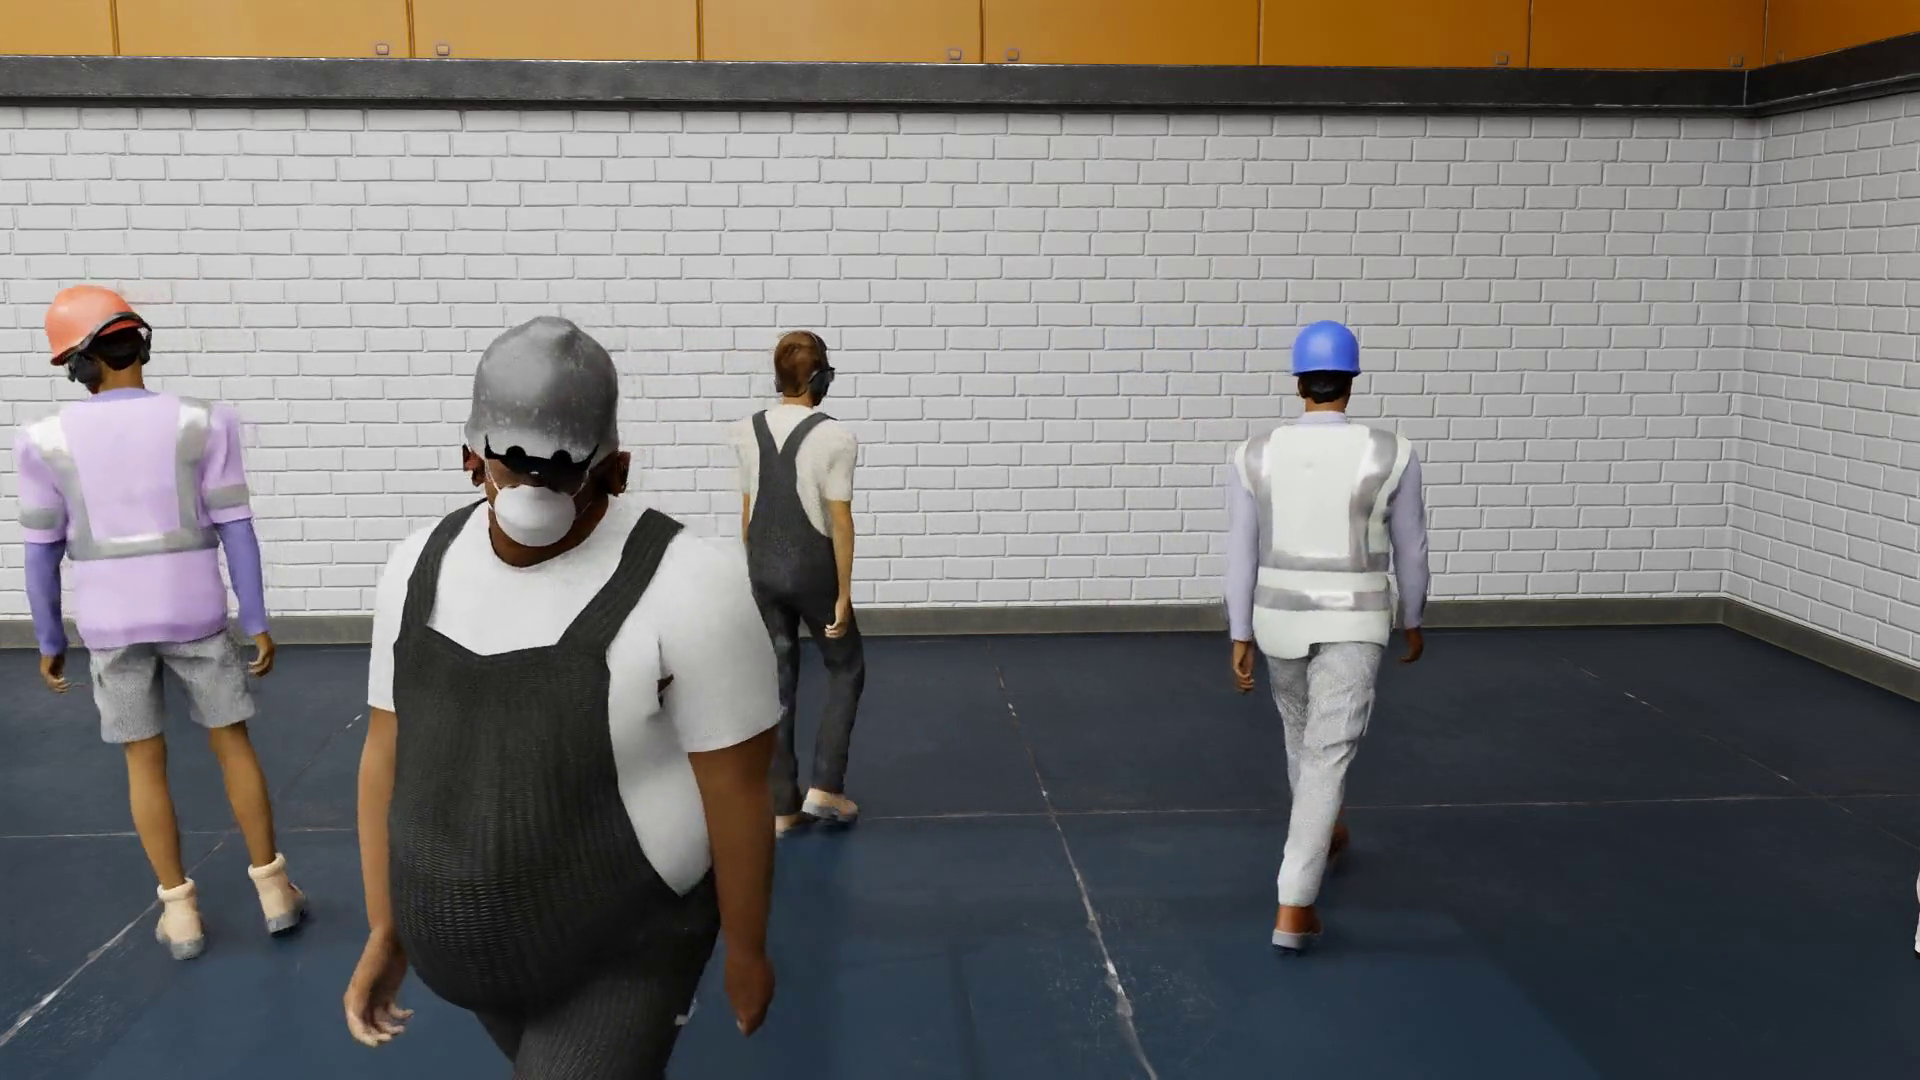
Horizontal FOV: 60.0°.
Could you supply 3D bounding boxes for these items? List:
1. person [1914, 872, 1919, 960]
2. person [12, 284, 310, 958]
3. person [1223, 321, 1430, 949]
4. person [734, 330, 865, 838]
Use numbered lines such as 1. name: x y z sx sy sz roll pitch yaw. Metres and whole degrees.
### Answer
1. person: 3.007 0.336 4.670 0.409 1.905 0.651 -2 9 -10
2. person: -2.427 0.241 4.989 0.665 1.995 0.514 -3 10 -20
3. person: 1.133 0.263 5.218 0.590 1.889 1.037 5 10 30
4. person: -0.578 0.163 6.022 0.520 1.829 0.469 4 10 22
